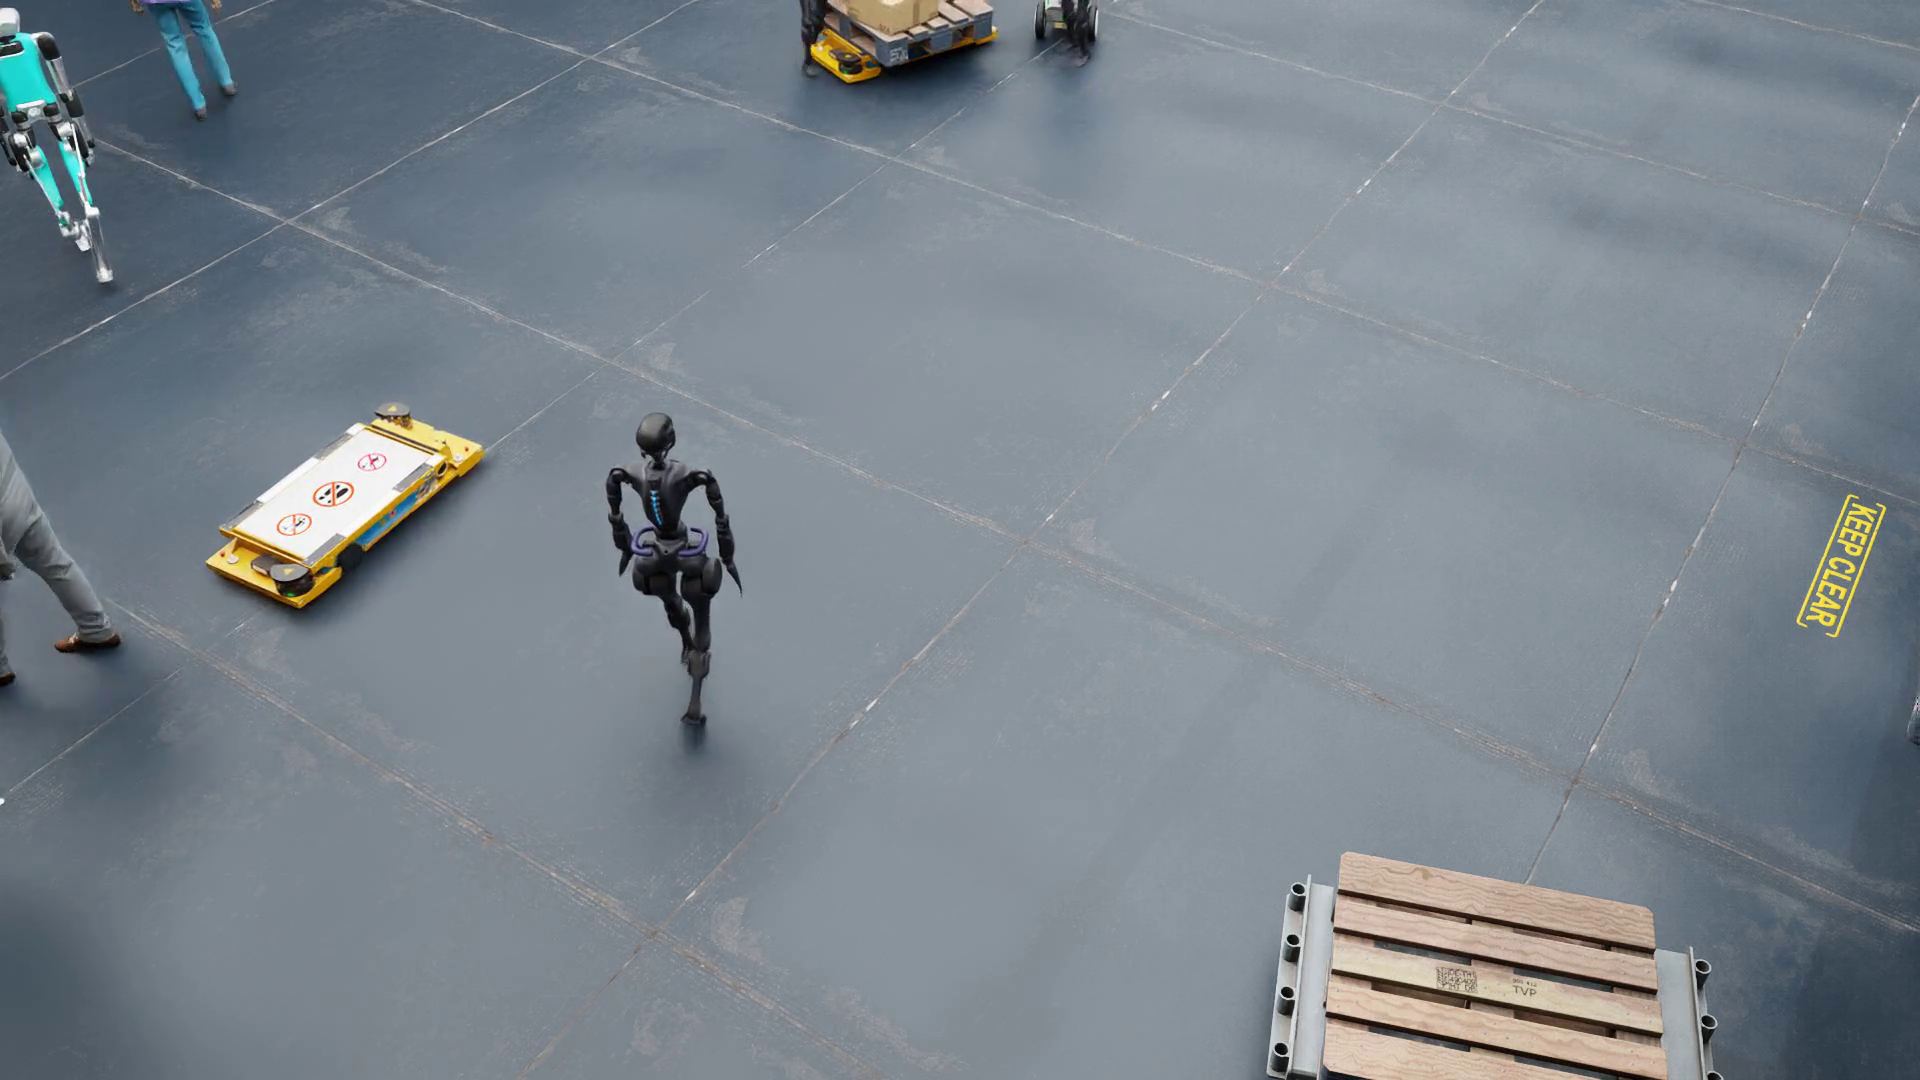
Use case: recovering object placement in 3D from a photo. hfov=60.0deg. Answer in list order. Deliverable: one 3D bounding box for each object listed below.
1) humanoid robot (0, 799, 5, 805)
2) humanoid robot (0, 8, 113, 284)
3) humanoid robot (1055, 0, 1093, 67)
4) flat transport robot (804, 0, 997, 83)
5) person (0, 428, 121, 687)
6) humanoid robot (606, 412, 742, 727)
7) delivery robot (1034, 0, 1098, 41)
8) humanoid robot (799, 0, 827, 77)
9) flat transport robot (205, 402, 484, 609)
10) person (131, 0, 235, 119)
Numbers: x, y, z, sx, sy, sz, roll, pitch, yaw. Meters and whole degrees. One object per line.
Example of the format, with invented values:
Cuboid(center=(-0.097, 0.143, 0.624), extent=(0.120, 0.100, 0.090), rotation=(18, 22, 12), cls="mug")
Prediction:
Cuboid(center=(-4.709, 0.810, 6.807), extent=(1.000, 1.767, 0.570), rotation=(-23, 46, -23), cls="humanoid robot")
Cuboid(center=(-5.652, -2.360, 10.361), extent=(0.534, 1.758, 1.057), rotation=(-20, 45, -21), cls="humanoid robot")
Cuboid(center=(0.924, -4.464, 12.730), extent=(0.610, 1.635, 0.437), rotation=(30, 50, 29), cls="humanoid robot")
Cuboid(center=(-0.467, -4.021, 13.279), extent=(1.431, 0.231, 0.659), rotation=(-25, 47, -25), cls="flat transport robot")
Cuboid(center=(-4.611, -0.090, 7.670), extent=(0.851, 1.877, 0.648), rotation=(-5, 42, -6), cls="person")
Cuboid(center=(-1.318, 0.112, 7.631), extent=(0.594, 1.637, 0.754), rotation=(2, 42, 2), cls="humanoid robot")
Cuboid(center=(0.891, -4.418, 13.507), extent=(0.499, 0.592, 0.774), rotation=(6, 42, 6), cls="delivery robot")
Cuboid(center=(-1.116, -4.386, 12.649), extent=(0.589, 1.646, 0.533), rotation=(-24, 47, -25), cls="humanoid robot")
Cuboid(center=(-3.319, -0.217, 9.022), extent=(0.659, 0.231, 1.431), rotation=(20, 45, 21), cls="flat transport robot")
Cuboid(center=(-5.754, -4.023, 12.123), extent=(0.617, 1.811, 0.670), rotation=(-17, 44, -18), cls="person")
